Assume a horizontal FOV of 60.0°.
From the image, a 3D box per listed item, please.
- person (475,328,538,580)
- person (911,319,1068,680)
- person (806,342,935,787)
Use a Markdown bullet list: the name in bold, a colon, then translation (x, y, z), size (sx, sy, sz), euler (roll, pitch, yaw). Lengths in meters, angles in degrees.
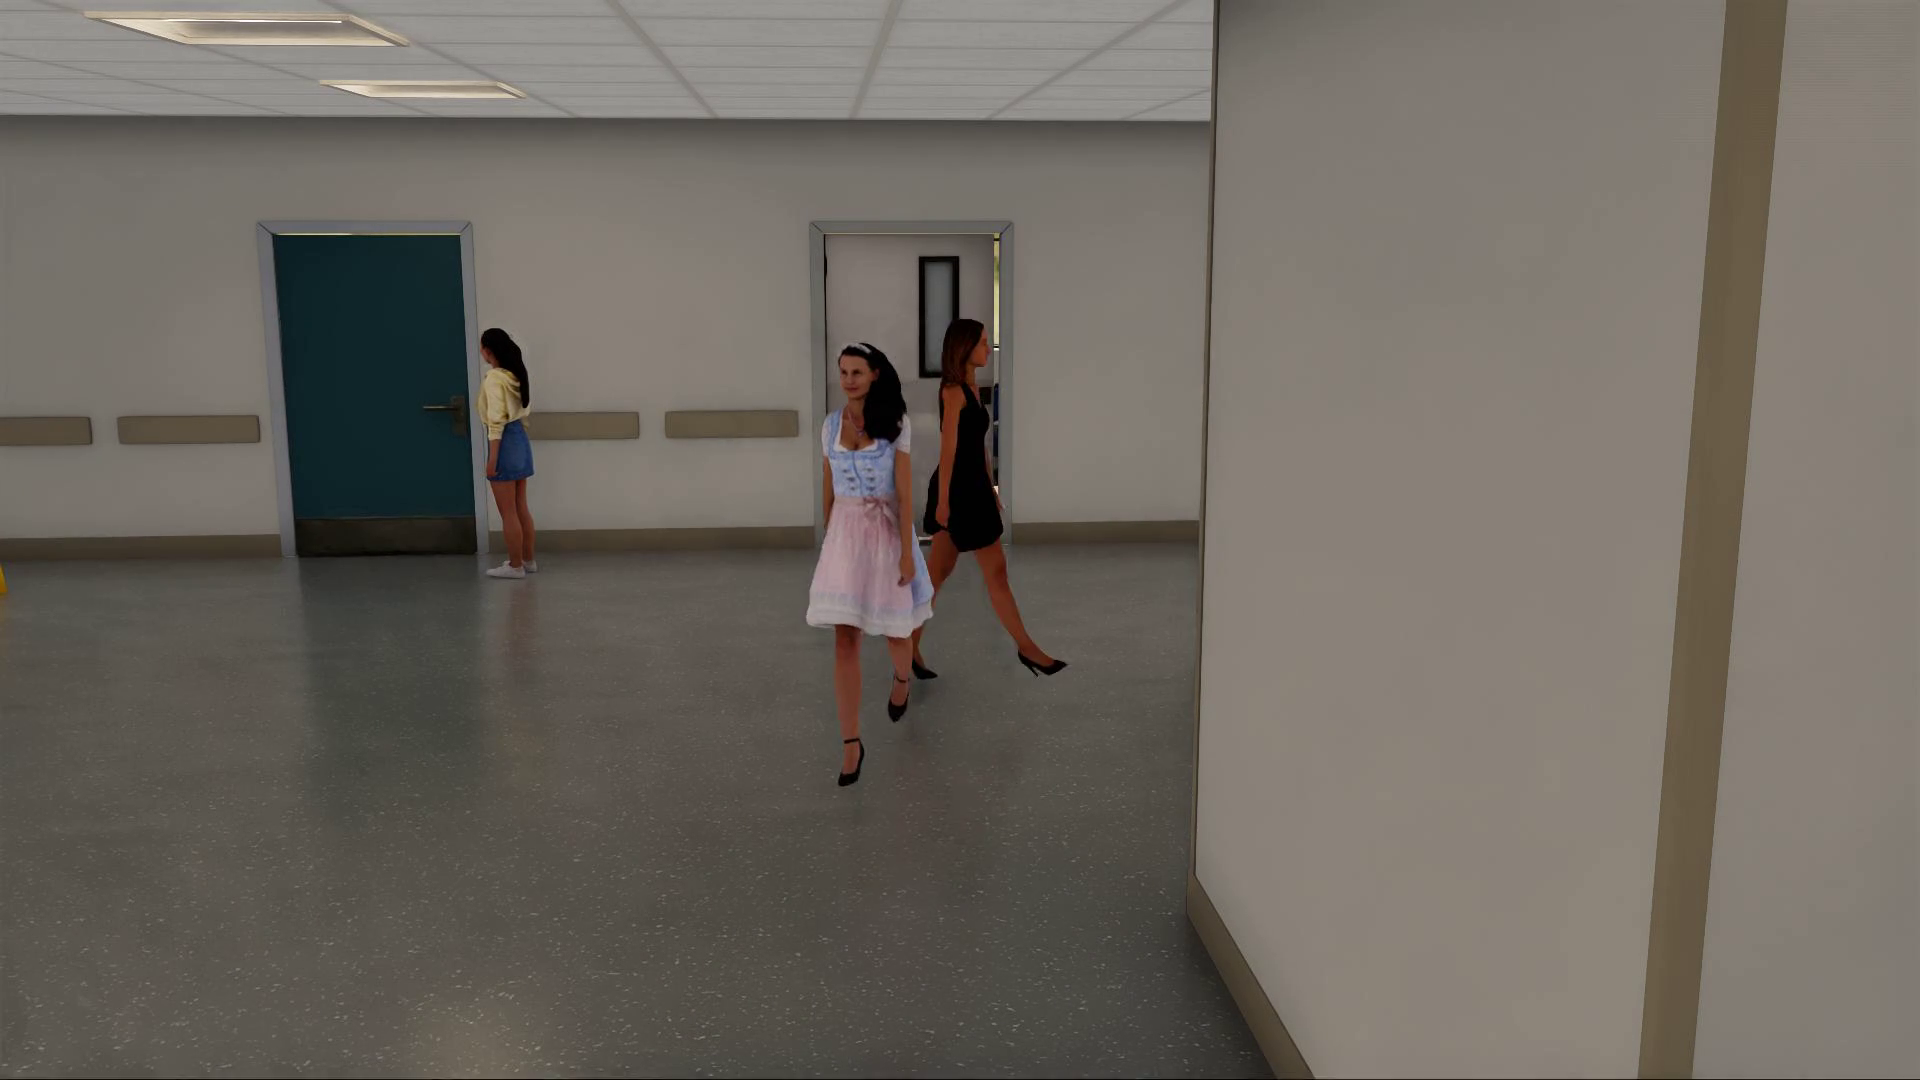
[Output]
- **person**: translation (-2.953, -0.570, 10.858), size (0.634, 1.630, 0.693), euler (2, 11, 10)
- **person**: translation (-0.094, -0.147, 8.184), size (1.151, 1.797, 0.795), euler (2, 11, 10)
- **person**: translation (-0.344, 0.085, 7.004), size (1.173, 1.781, 0.940), euler (2, 11, 10)
